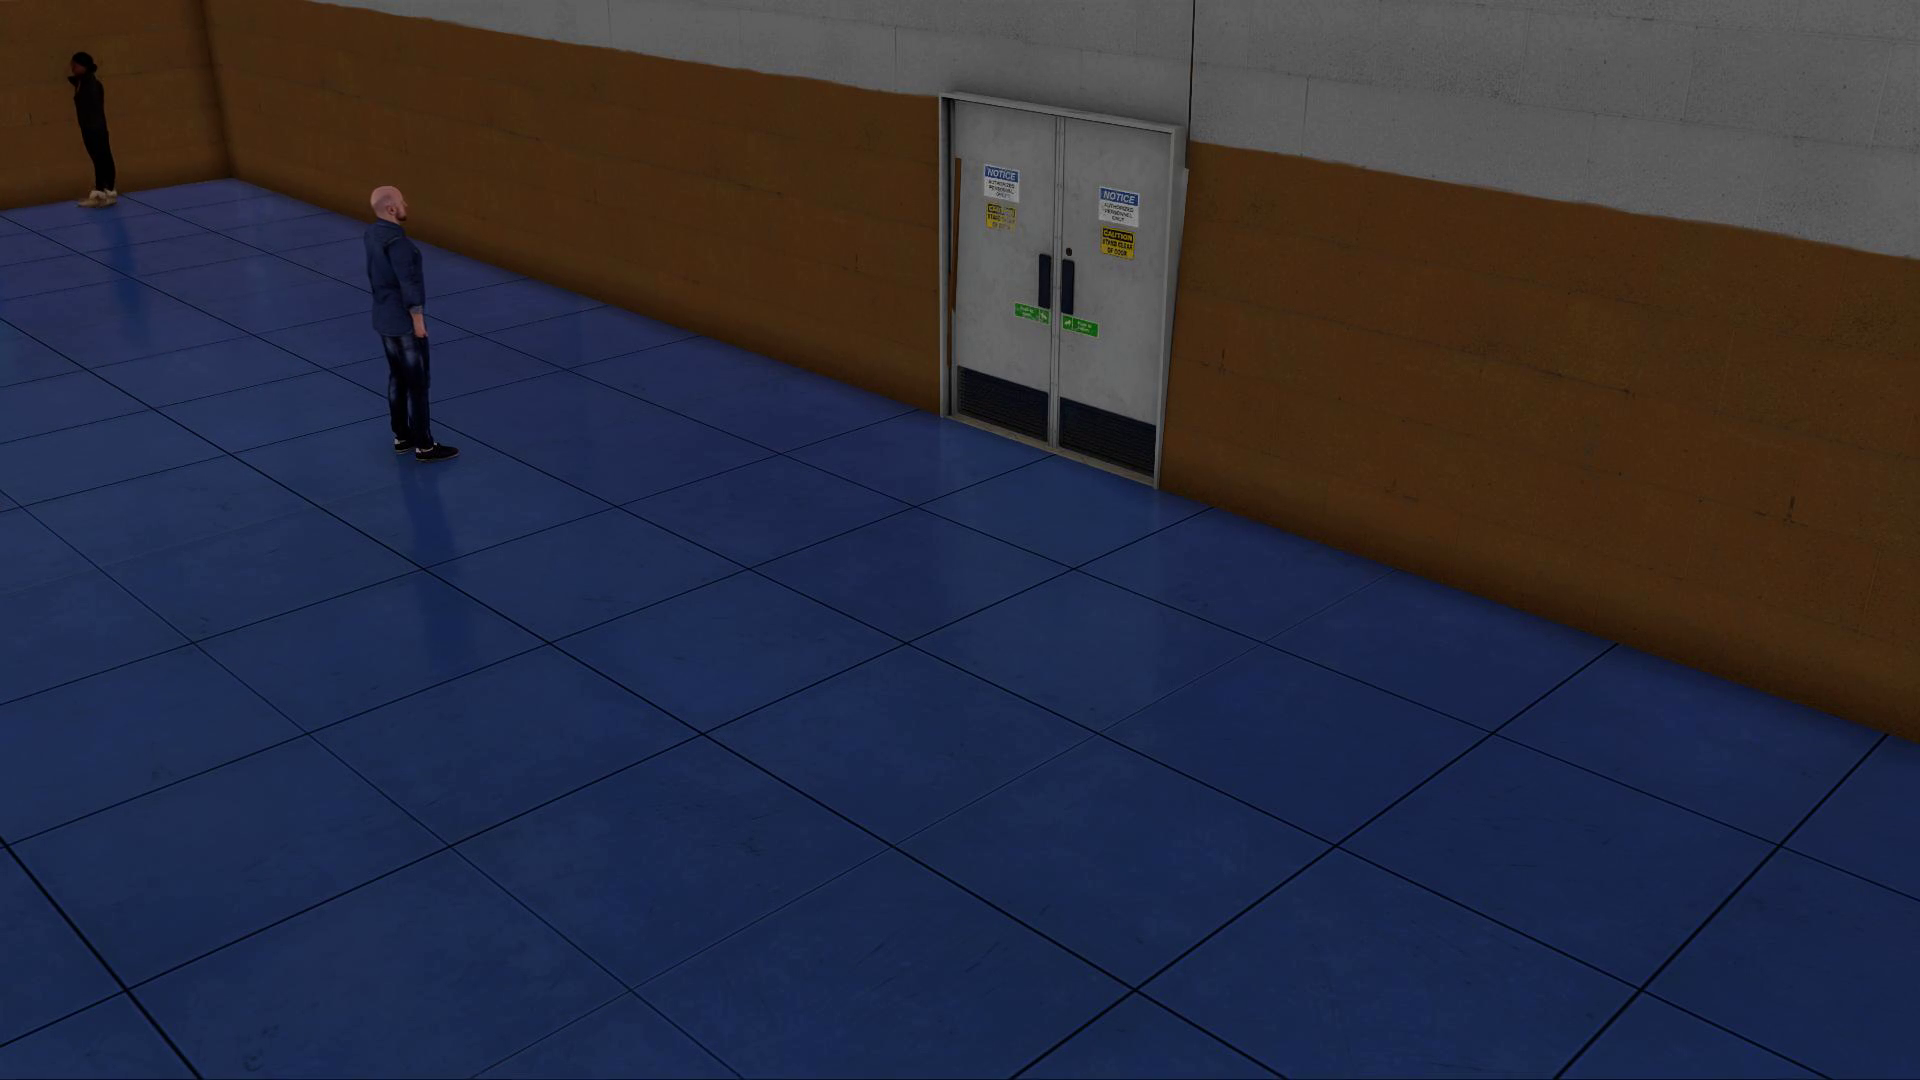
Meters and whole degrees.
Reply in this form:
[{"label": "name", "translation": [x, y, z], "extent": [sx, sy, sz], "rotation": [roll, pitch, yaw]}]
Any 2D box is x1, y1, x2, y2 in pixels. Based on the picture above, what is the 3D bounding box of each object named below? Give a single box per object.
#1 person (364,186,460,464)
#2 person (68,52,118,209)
[{"label": "person", "translation": [-3.691, -1.430, 11.018], "extent": [0.579, 1.825, 0.707], "rotation": [-21, 31, -39]}, {"label": "person", "translation": [-9.481, -4.485, 18.227], "extent": [0.581, 1.644, 0.767], "rotation": [20, 30, 38]}]
